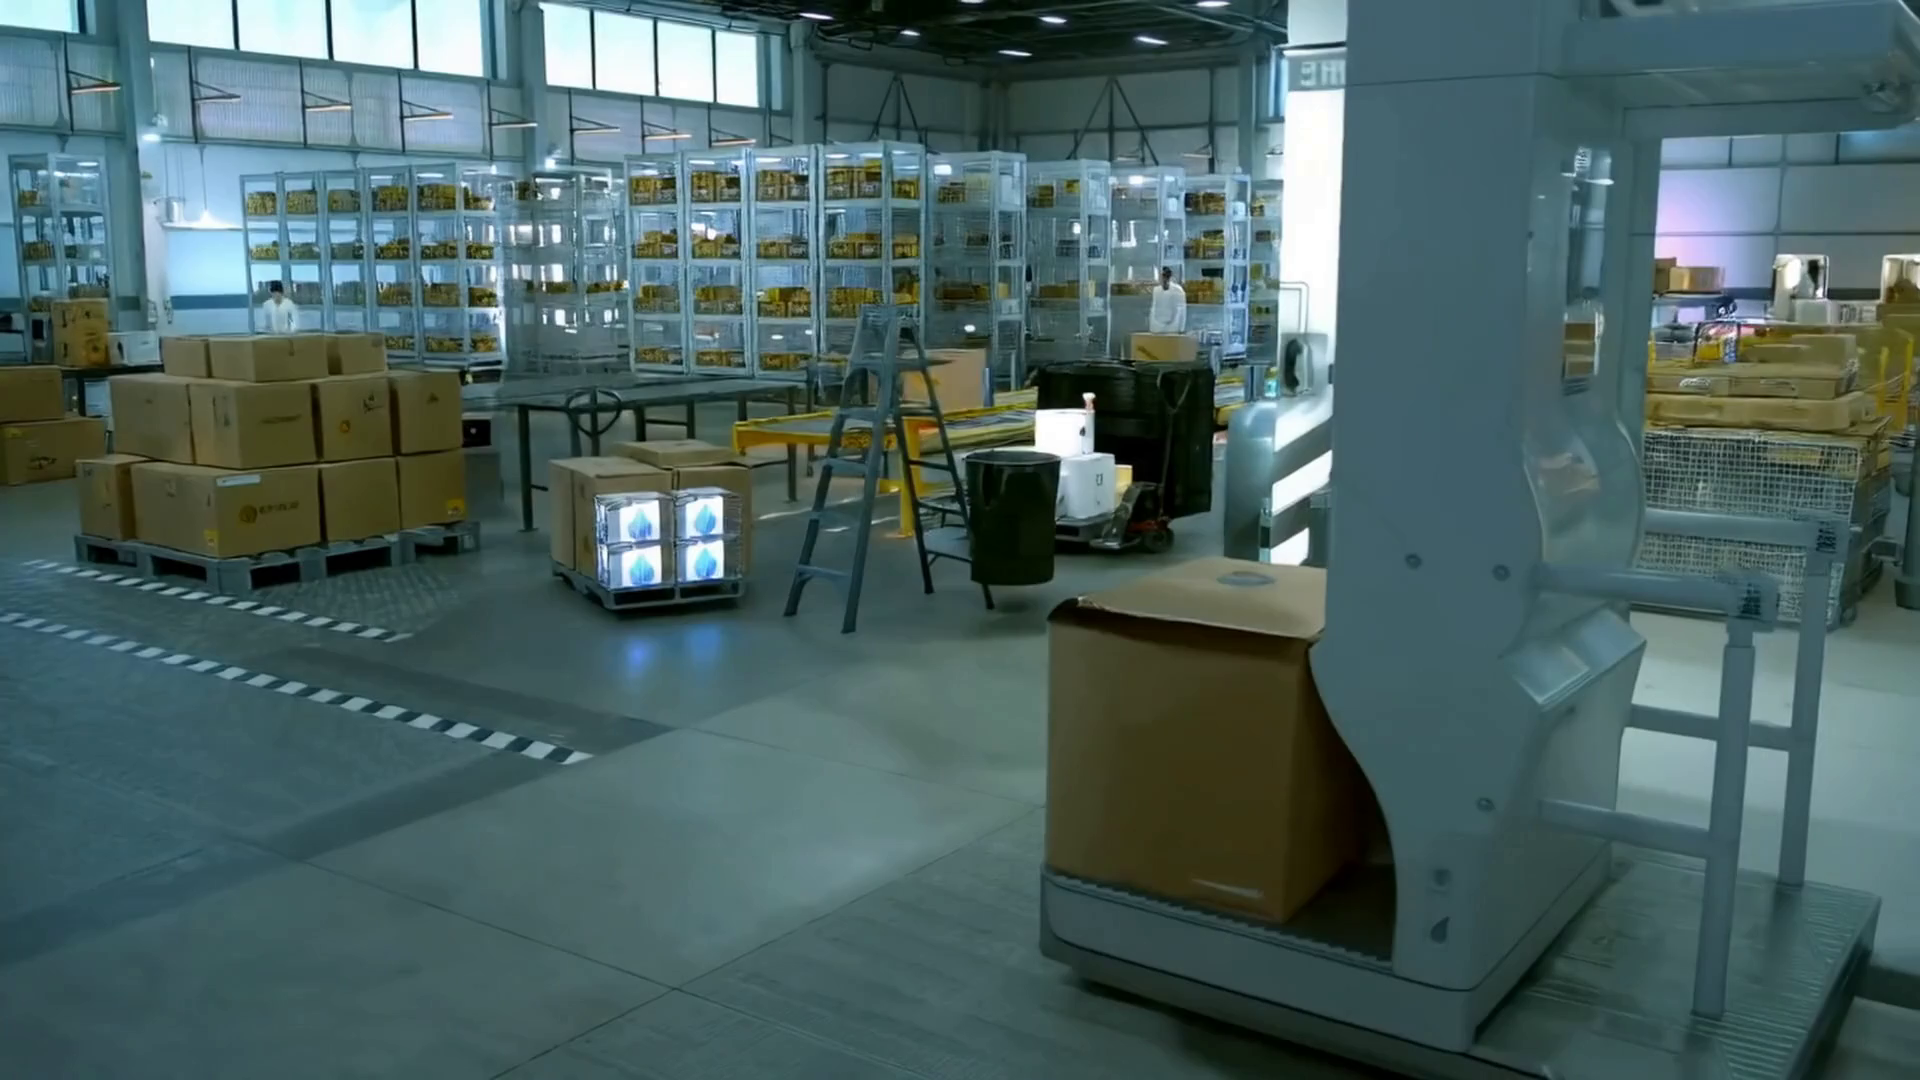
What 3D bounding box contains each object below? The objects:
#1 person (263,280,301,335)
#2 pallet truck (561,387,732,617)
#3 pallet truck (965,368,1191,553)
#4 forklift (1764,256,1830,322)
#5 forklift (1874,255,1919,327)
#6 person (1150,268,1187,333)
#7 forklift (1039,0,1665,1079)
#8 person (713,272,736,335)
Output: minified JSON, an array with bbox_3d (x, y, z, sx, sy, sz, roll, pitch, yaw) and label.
[{"bbox_3d":[-10.720,-3.261,26.407,0.573,1.726,0.748,0,10,0],"label":"person"},{"bbox_3d":[-1.981,-0.274,10.088,0.680,1.201,1.601,-5,11,-28],"label":"pallet truck"},{"bbox_3d":[0.845,-0.609,11.869,1.630,1.274,0.653,7,12,35],"label":"pallet truck"},{"bbox_3d":[20.253,-5.854,40.139,1.157,1.987,2.680,7,12,35],"label":"forklift"},{"bbox_3d":[22.089,-5.634,38.796,1.157,1.987,2.680,6,11,33],"label":"forklift"},{"bbox_3d":[3.378,-3.489,27.232,0.640,1.904,0.401,7,12,37],"label":"person"},{"bbox_3d":[1.249,-0.137,4.360,1.873,2.768,1.129,7,12,35],"label":"forklift"},{"bbox_3d":[-4.288,-3.998,30.445,0.564,1.839,0.395,7,12,37],"label":"person"}]
